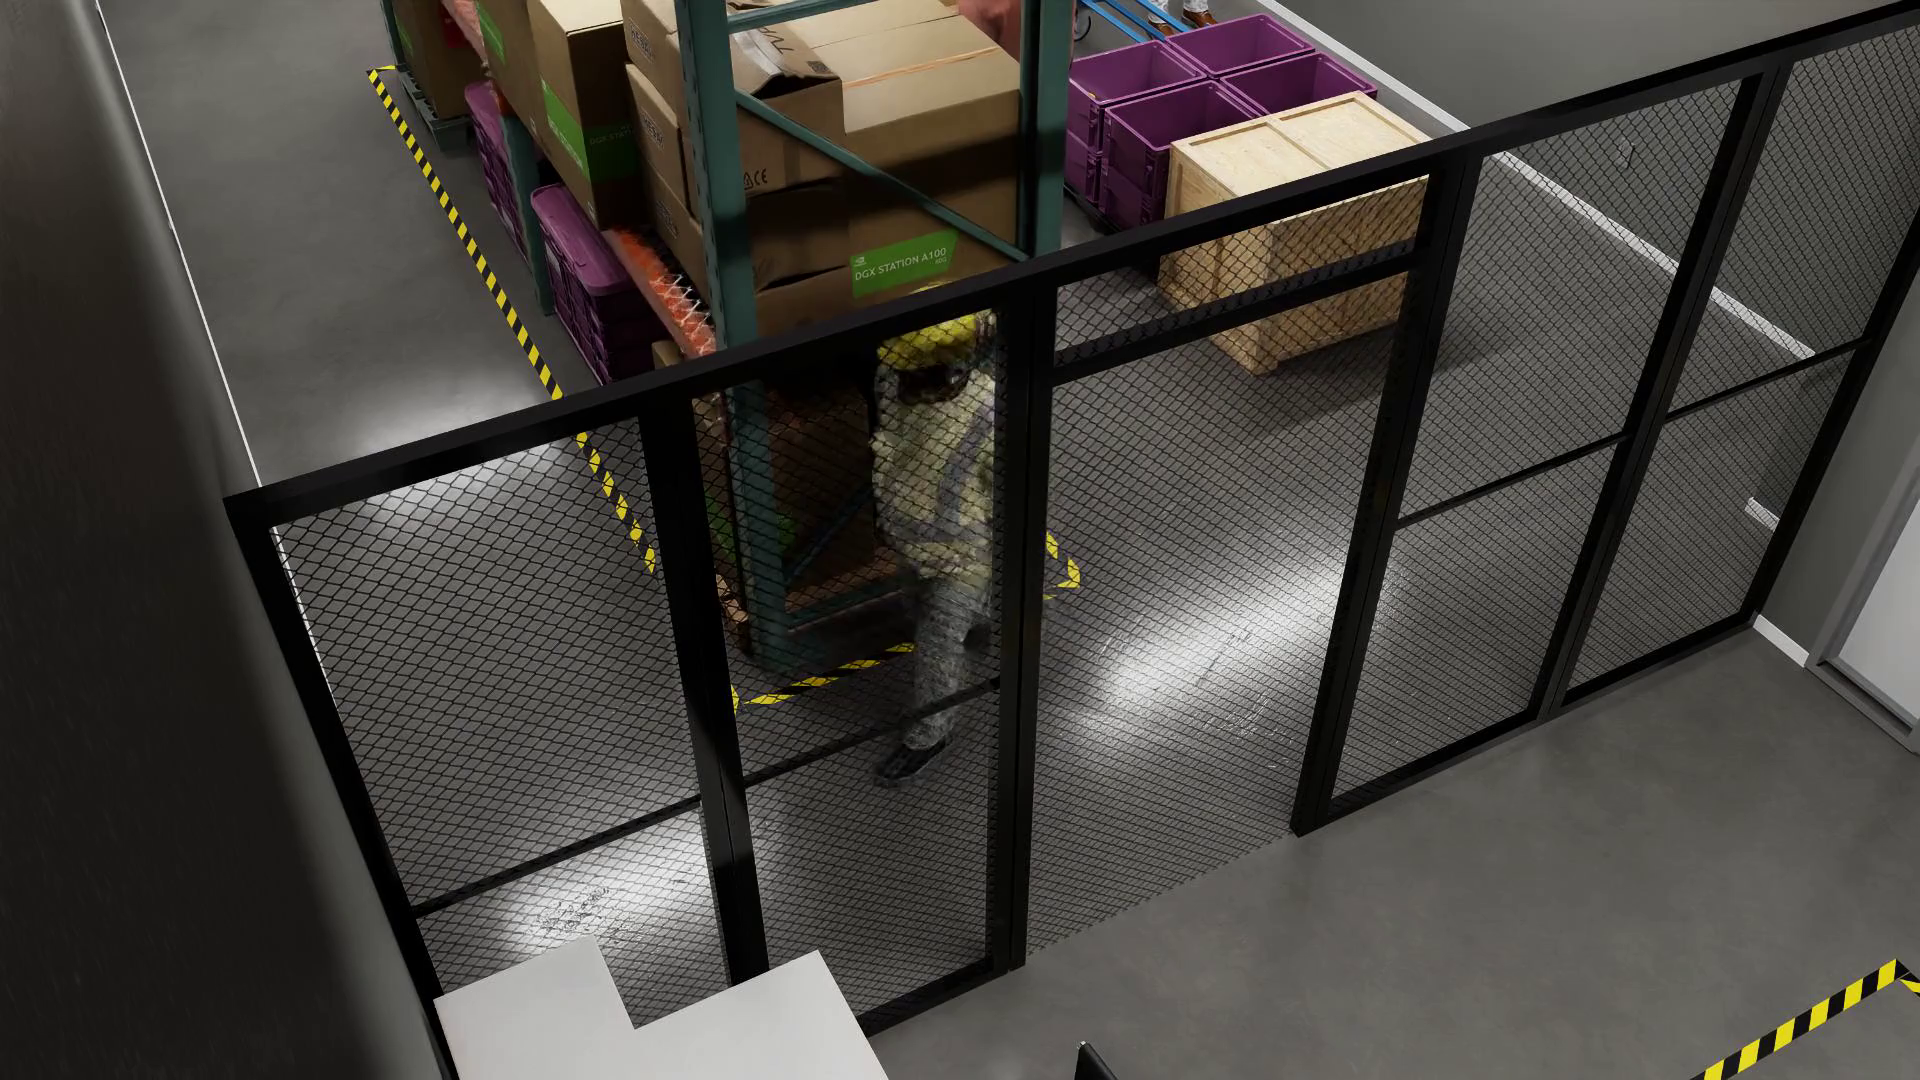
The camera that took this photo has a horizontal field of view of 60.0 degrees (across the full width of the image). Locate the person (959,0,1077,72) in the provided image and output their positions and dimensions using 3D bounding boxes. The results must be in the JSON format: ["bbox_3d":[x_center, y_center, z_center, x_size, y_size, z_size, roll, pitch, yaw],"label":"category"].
[{"bbox_3d":[0.213,-1.810,6.884,0.608,1.996,0.382,-31,51,-29],"label":"person"}]

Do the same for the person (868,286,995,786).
[{"bbox_3d":[-0.009,-0.053,5.103,0.734,1.807,0.595,-30,50,-29],"label":"person"}]

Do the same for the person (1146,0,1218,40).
[{"bbox_3d":[1.270,-3.623,8.908,0.636,1.939,0.364,-22,47,-22],"label":"person"}]
